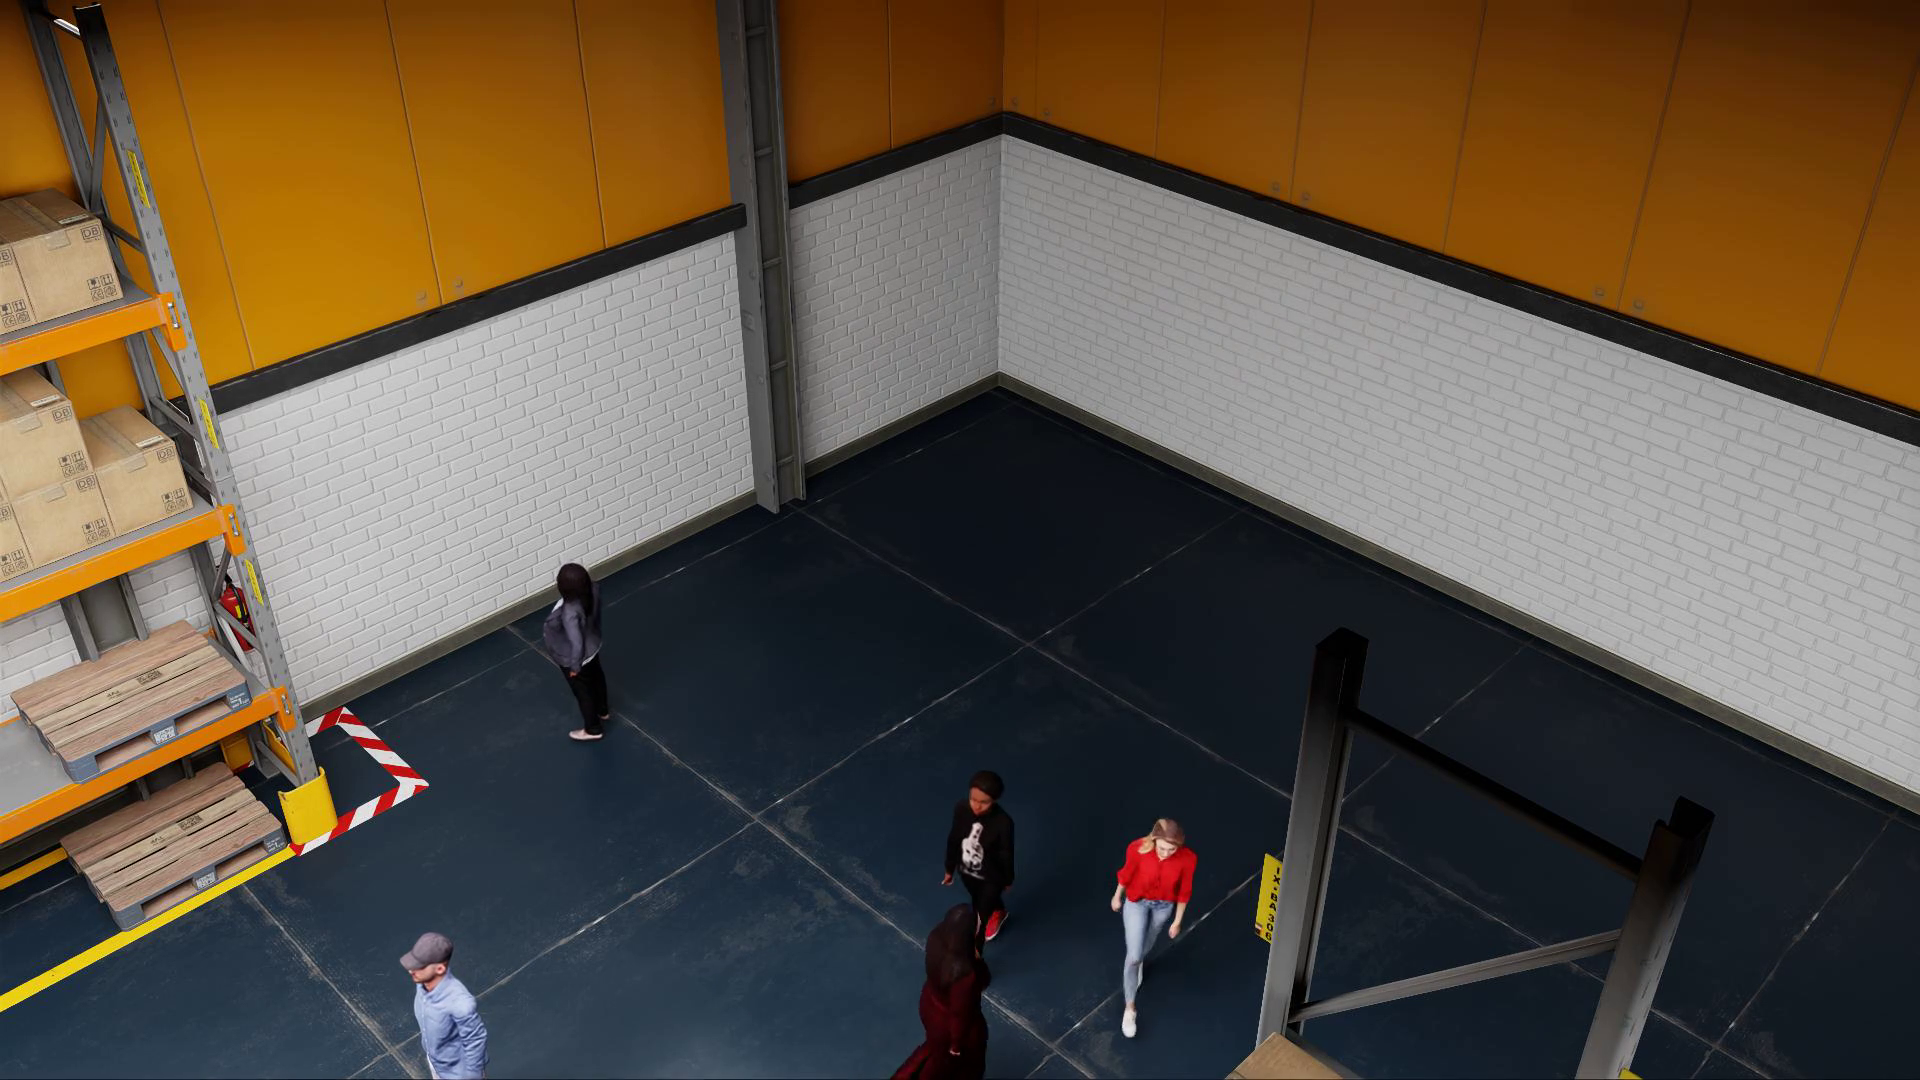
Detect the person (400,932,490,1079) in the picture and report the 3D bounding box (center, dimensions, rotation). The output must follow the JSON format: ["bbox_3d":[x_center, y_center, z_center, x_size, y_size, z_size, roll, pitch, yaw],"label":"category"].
[{"bbox_3d":[-2.856,2.918,9.391,0.658,1.888,0.567,26,42,34],"label":"person"}]

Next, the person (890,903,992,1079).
[{"bbox_3d":[-0.126,2.806,9.699,1.028,1.733,0.857,-10,35,-15],"label":"person"}]

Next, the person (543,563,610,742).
[{"bbox_3d":[-2.913,0.837,12.786,0.858,1.596,0.777,6,34,9],"label":"person"}]

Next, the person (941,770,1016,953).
[{"bbox_3d":[0.176,2.114,10.834,0.731,1.629,1.134,21,39,28],"label":"person"}]

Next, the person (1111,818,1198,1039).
[{"bbox_3d":[1.217,2.267,10.578,0.981,1.659,1.048,4,34,5],"label":"person"}]
